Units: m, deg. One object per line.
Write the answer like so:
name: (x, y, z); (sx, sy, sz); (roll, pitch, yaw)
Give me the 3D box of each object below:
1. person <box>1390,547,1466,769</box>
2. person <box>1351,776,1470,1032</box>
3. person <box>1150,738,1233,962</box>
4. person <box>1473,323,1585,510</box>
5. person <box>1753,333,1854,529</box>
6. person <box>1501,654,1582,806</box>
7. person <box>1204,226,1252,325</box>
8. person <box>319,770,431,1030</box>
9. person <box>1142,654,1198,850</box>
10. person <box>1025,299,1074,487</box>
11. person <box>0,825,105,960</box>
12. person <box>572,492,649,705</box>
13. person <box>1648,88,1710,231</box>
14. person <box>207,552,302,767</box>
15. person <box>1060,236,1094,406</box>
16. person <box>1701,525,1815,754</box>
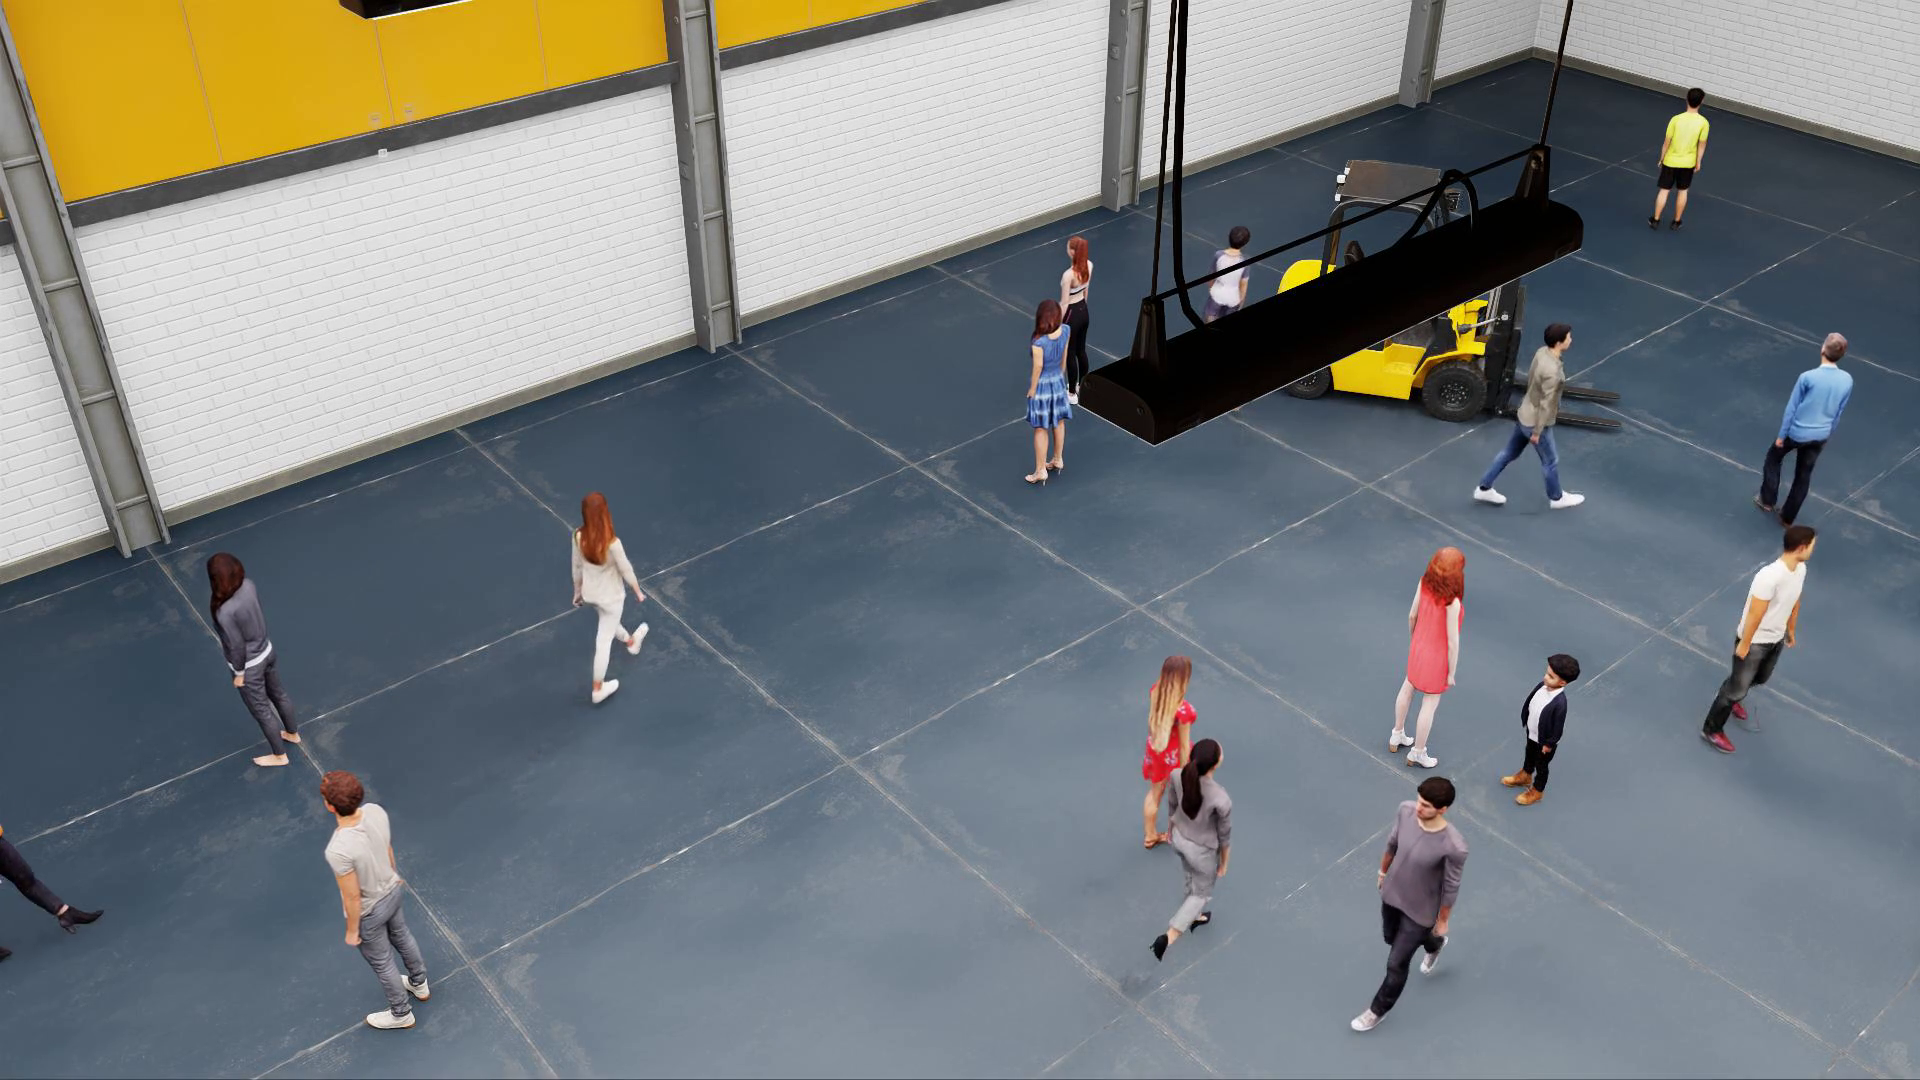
person: (3.315, 0.822, 11.748); (0.591, 1.827, 0.651); (-14, 36, -20)
person: (2.740, 2.097, 9.831); (1.120, 1.826, 0.814); (-18, 37, -24)
person: (1.408, 1.930, 10.233); (0.665, 1.659, 0.952); (28, 43, 35)
person: (4.953, -1.054, 14.583); (1.281, 1.813, 1.189); (2, 34, 2)
person: (7.347, -0.900, 14.368); (0.870, 1.794, 0.930); (1, 34, 1)
person: (4.070, 1.297, 11.574); (0.623, 1.227, 0.587); (-6, 34, -9)
person: (2.697, -2.432, 16.905); (0.873, 1.537, 1.013); (9, 35, 13)
person: (-3.443, 2.111, 9.748); (0.802, 1.895, 0.698); (8, 34, 11)
person: (1.317, 1.448, 11.026); (0.664, 1.583, 0.617); (-20, 38, -27)
person: (0.782, -1.341, 15.022); (0.756, 1.806, 0.549); (26, 42, 33)
person: (-6.105, 1.945, 10.159); (1.141, 1.715, 0.936); (-8, 34, -11)
person: (-2.706, 0.479, 12.415); (0.915, 1.660, 1.172); (15, 36, 21)
person: (8.650, -4.569, 19.965); (0.701, 1.708, 0.699); (11, 35, 16)
person: (-5.008, 0.831, 11.788); (0.740, 1.767, 0.673); (4, 34, 5)
person: (1.133, -2.164, 16.318); (0.678, 1.740, 0.510); (26, 41, 33)
person: (5.777, 0.674, 12.033); (0.713, 1.758, 0.823); (-10, 35, -14)
